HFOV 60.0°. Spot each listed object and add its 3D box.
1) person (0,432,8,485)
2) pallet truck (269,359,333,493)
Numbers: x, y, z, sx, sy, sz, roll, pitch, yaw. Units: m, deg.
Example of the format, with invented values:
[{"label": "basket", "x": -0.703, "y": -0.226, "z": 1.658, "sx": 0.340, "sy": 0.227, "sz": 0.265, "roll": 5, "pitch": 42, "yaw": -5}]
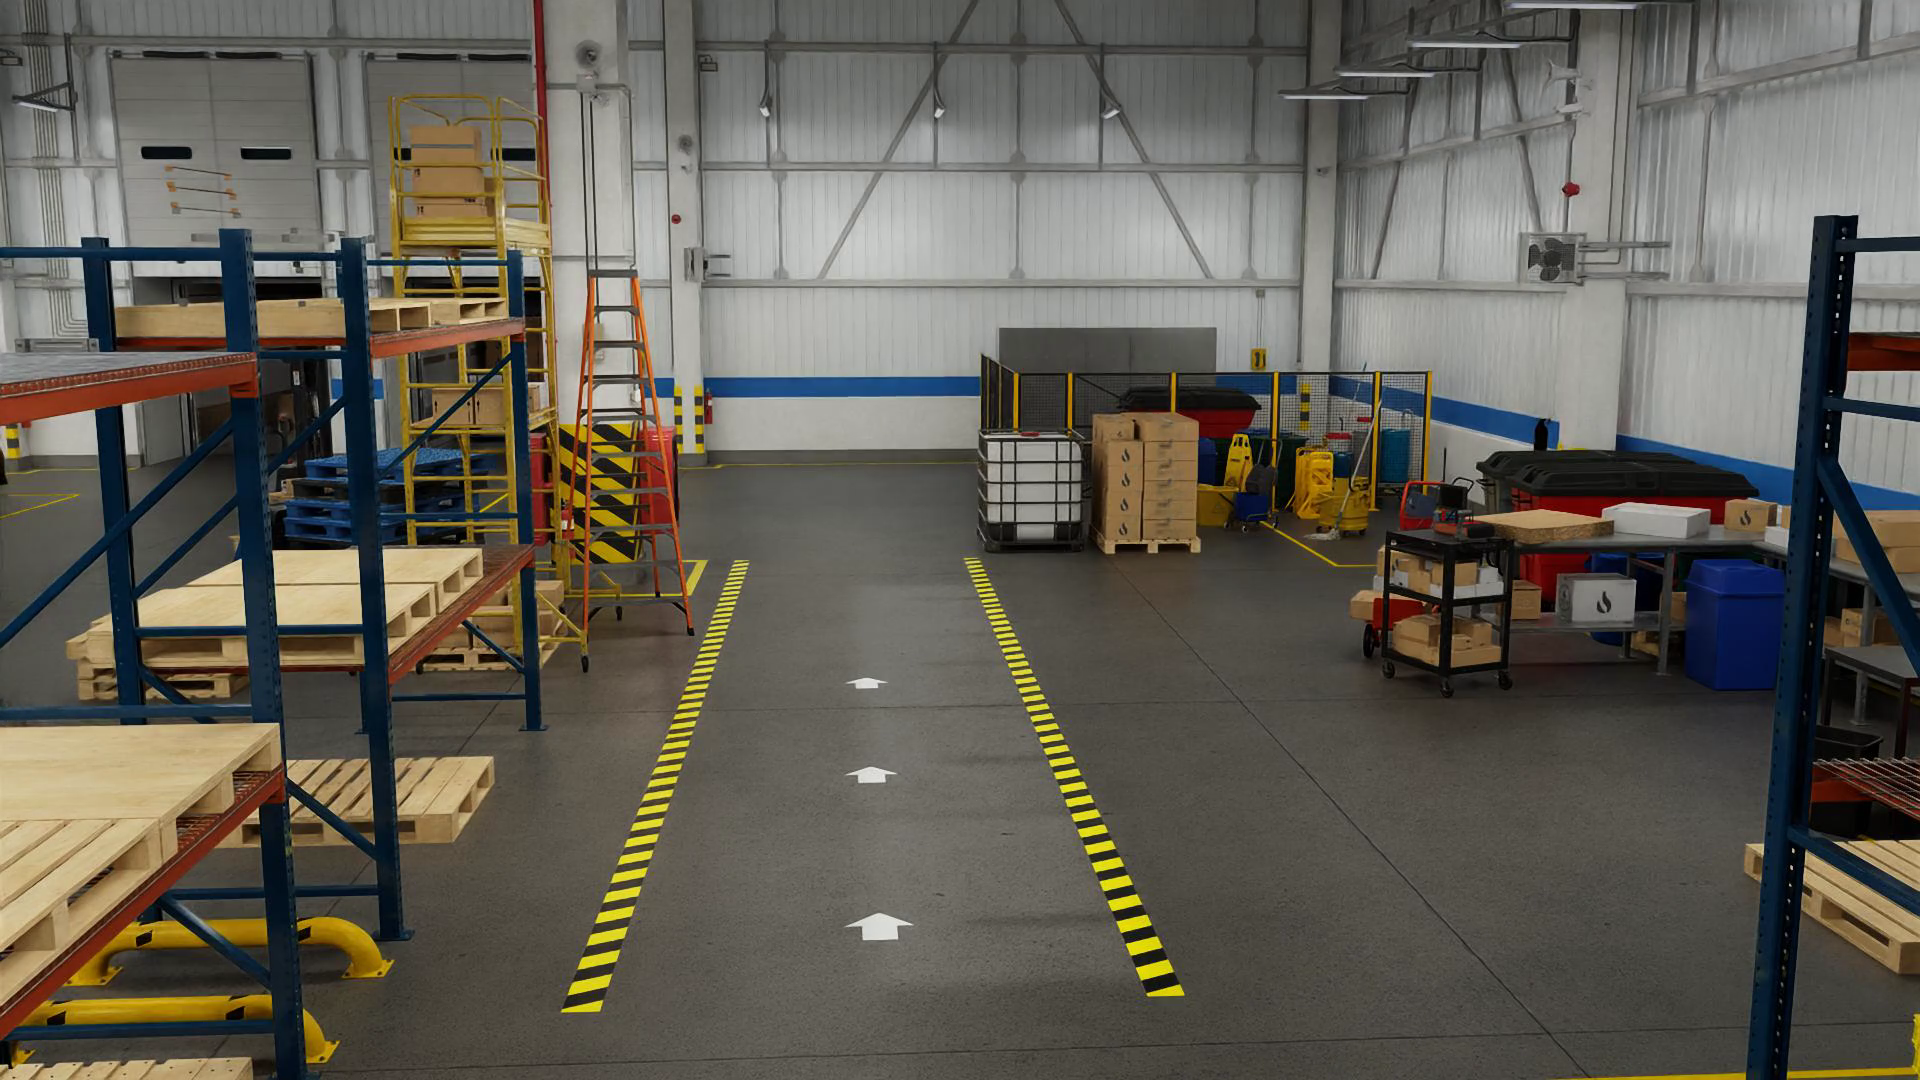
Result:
[{"label": "person", "x": -13.378, "y": -1.690, "z": 22.738, "sx": 0.544, "sy": 1.928, "sz": 0.392, "roll": 2, "pitch": 9, "yaw": 11}, {"label": "pallet truck", "x": -7.062, "y": -1.131, "z": 18.996, "sx": 1.885, "sy": 1.965, "sz": 0.823, "roll": 2, "pitch": 9, "yaw": 13}]
